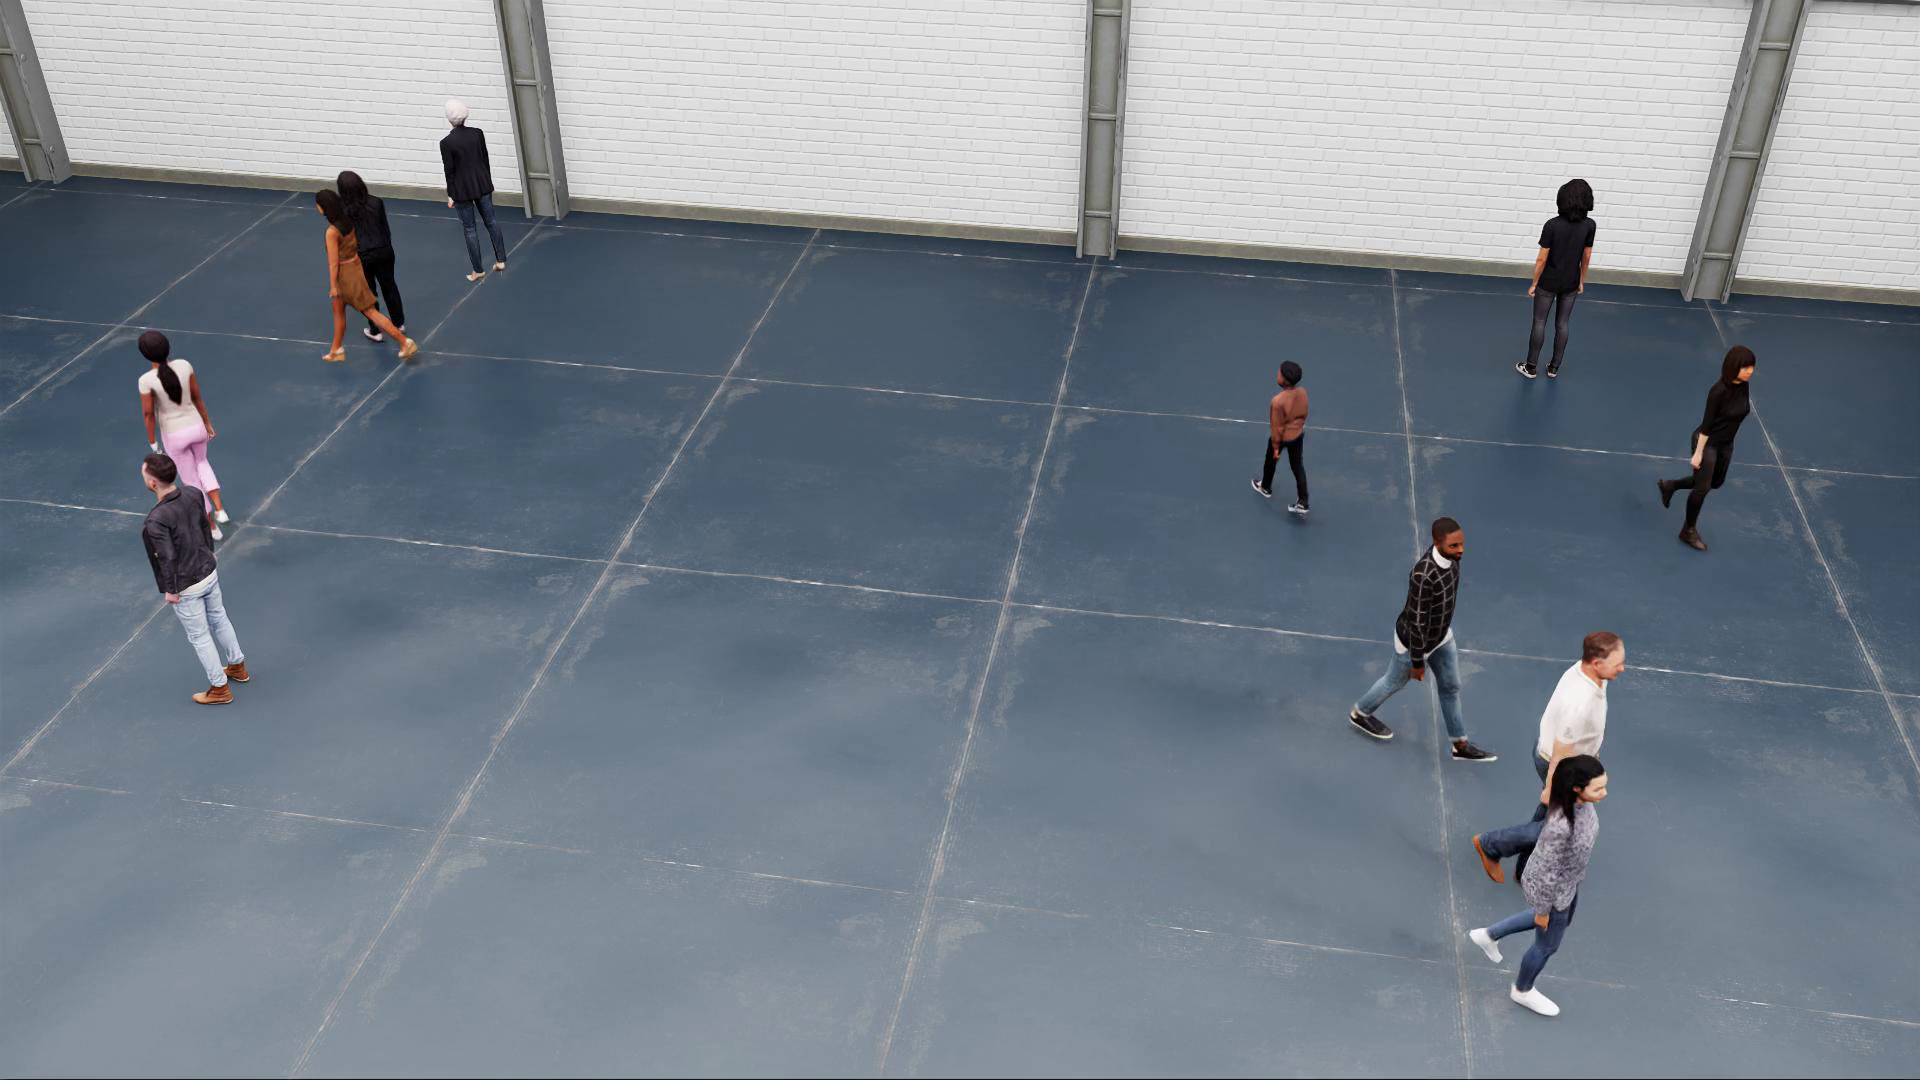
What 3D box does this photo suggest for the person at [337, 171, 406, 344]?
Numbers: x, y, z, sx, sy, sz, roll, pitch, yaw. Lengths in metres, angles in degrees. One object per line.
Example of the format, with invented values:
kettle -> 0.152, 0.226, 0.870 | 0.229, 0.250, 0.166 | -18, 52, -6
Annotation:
person -> -5.398, -2.601, 15.223 | 0.762, 1.613, 0.802 | -29, 43, -36

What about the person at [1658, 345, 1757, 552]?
person -> 5.553, -0.739, 12.408 | 0.892, 1.629, 0.918 | -16, 37, -23

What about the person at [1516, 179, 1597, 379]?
person -> 5.236, -2.278, 14.537 | 0.527, 1.836, 0.726 | 0, 34, 0

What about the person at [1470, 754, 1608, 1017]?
person -> 2.980, 1.740, 8.601 | 0.869, 1.714, 0.761 | 18, 38, 25

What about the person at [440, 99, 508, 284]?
person -> -4.494, -3.251, 15.364 | 0.828, 1.783, 0.770 | -29, 43, -36

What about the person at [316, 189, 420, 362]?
person -> -5.290, -2.272, 14.704 | 1.157, 1.641, 0.774 | -3, 34, -4

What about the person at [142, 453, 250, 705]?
person -> -4.958, 0.246, 10.738 | 0.521, 1.837, 0.650 | 6, 34, 9

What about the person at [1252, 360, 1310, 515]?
person -> 2.564, -0.768, 12.810 | 0.875, 1.232, 0.880 | -16, 37, -23

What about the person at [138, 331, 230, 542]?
person -> -5.701, -0.742, 12.322 | 0.752, 1.729, 0.716 | 24, 41, 32

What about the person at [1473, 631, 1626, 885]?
person -> 3.261, 1.219, 9.275 | 0.909, 1.836, 0.808 | 19, 38, 26

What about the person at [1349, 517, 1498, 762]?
person -> 2.768, 0.592, 10.284 | 1.302, 1.762, 1.069 | 23, 40, 30
